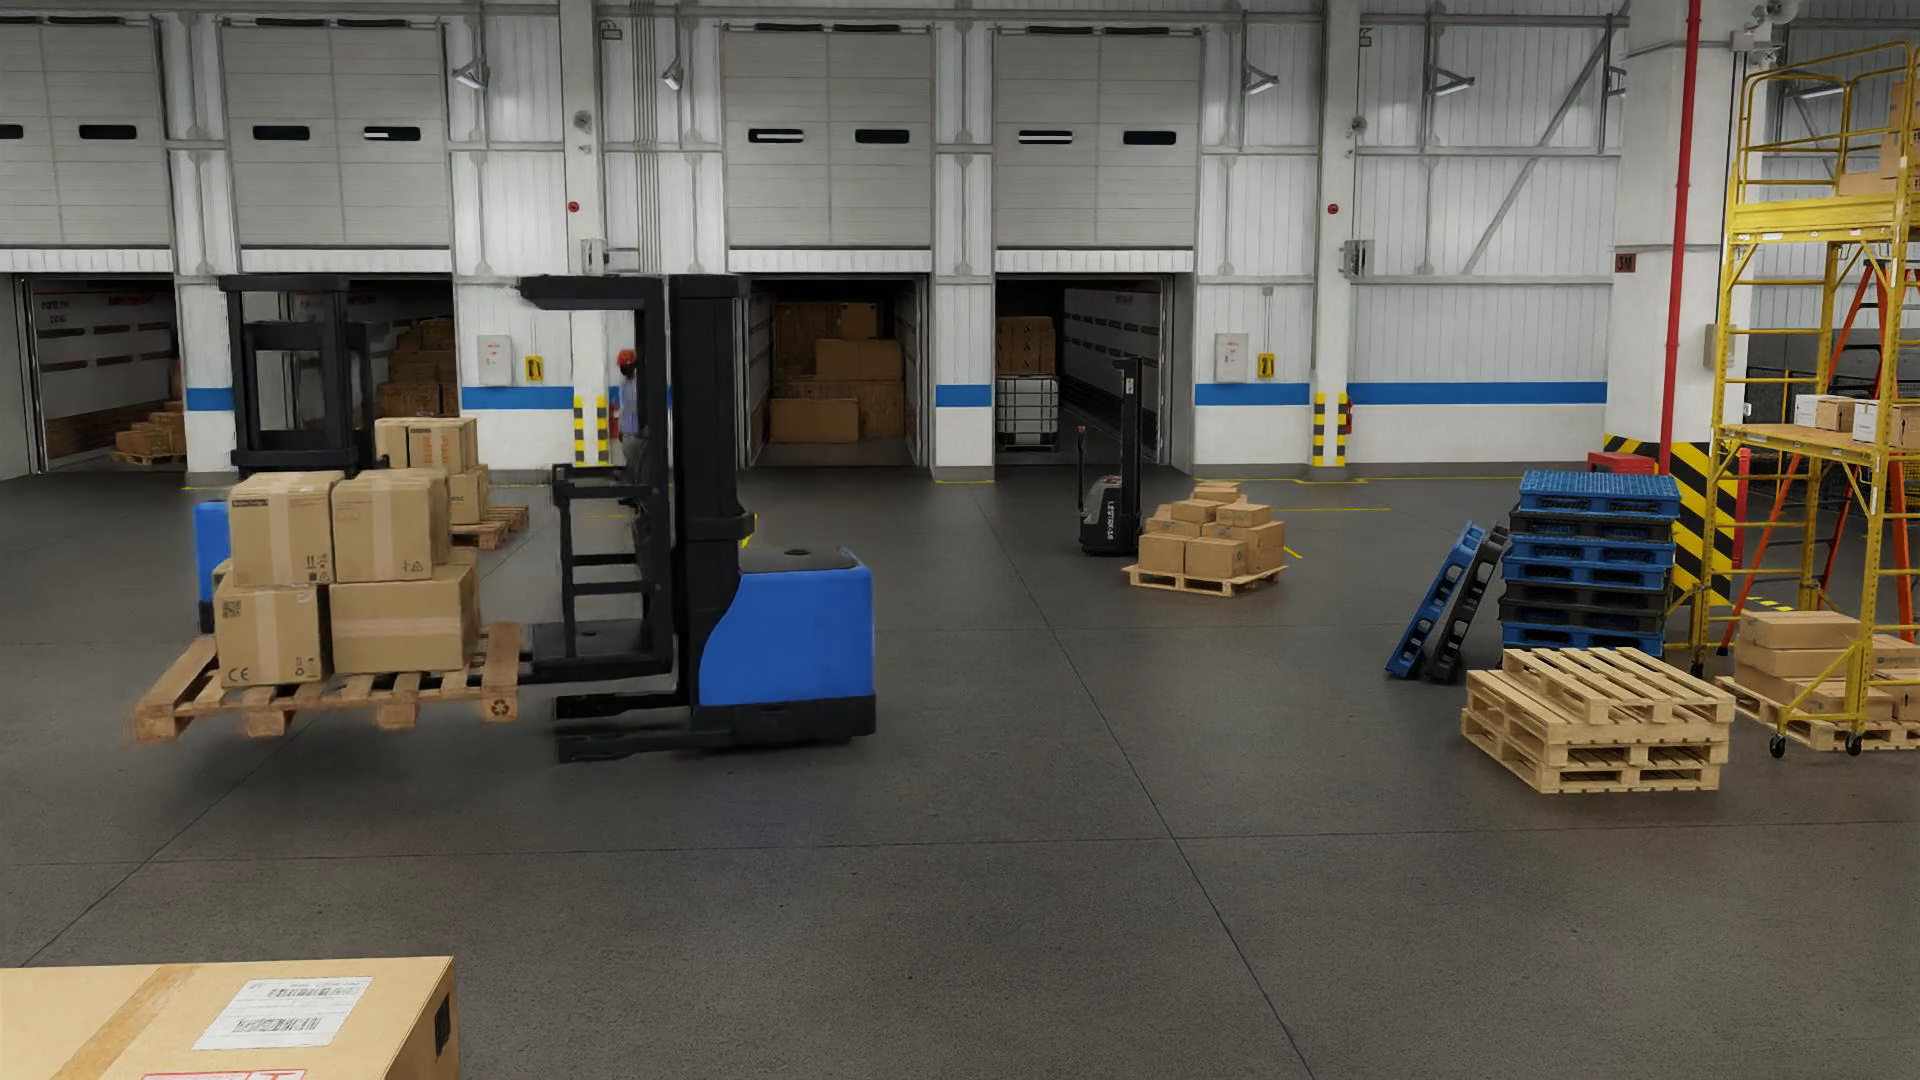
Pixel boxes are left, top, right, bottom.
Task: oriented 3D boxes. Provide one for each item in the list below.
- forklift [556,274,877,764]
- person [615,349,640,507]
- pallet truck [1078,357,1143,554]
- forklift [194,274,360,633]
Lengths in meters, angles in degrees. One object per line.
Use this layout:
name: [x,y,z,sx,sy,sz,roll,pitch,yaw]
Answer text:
forklift: [-1.514,-0.203,10.020,1.873,2.768,1.129,-2,9,-14]
person: [-4.012,-1.365,20.300,0.390,1.929,0.544,-8,12,-41]
pallet truck: [2.088,-0.836,16.757,1.885,1.965,0.823,2,9,13]
forklift: [-5.405,-0.759,13.512,1.129,2.768,1.873,-1,9,-4]
